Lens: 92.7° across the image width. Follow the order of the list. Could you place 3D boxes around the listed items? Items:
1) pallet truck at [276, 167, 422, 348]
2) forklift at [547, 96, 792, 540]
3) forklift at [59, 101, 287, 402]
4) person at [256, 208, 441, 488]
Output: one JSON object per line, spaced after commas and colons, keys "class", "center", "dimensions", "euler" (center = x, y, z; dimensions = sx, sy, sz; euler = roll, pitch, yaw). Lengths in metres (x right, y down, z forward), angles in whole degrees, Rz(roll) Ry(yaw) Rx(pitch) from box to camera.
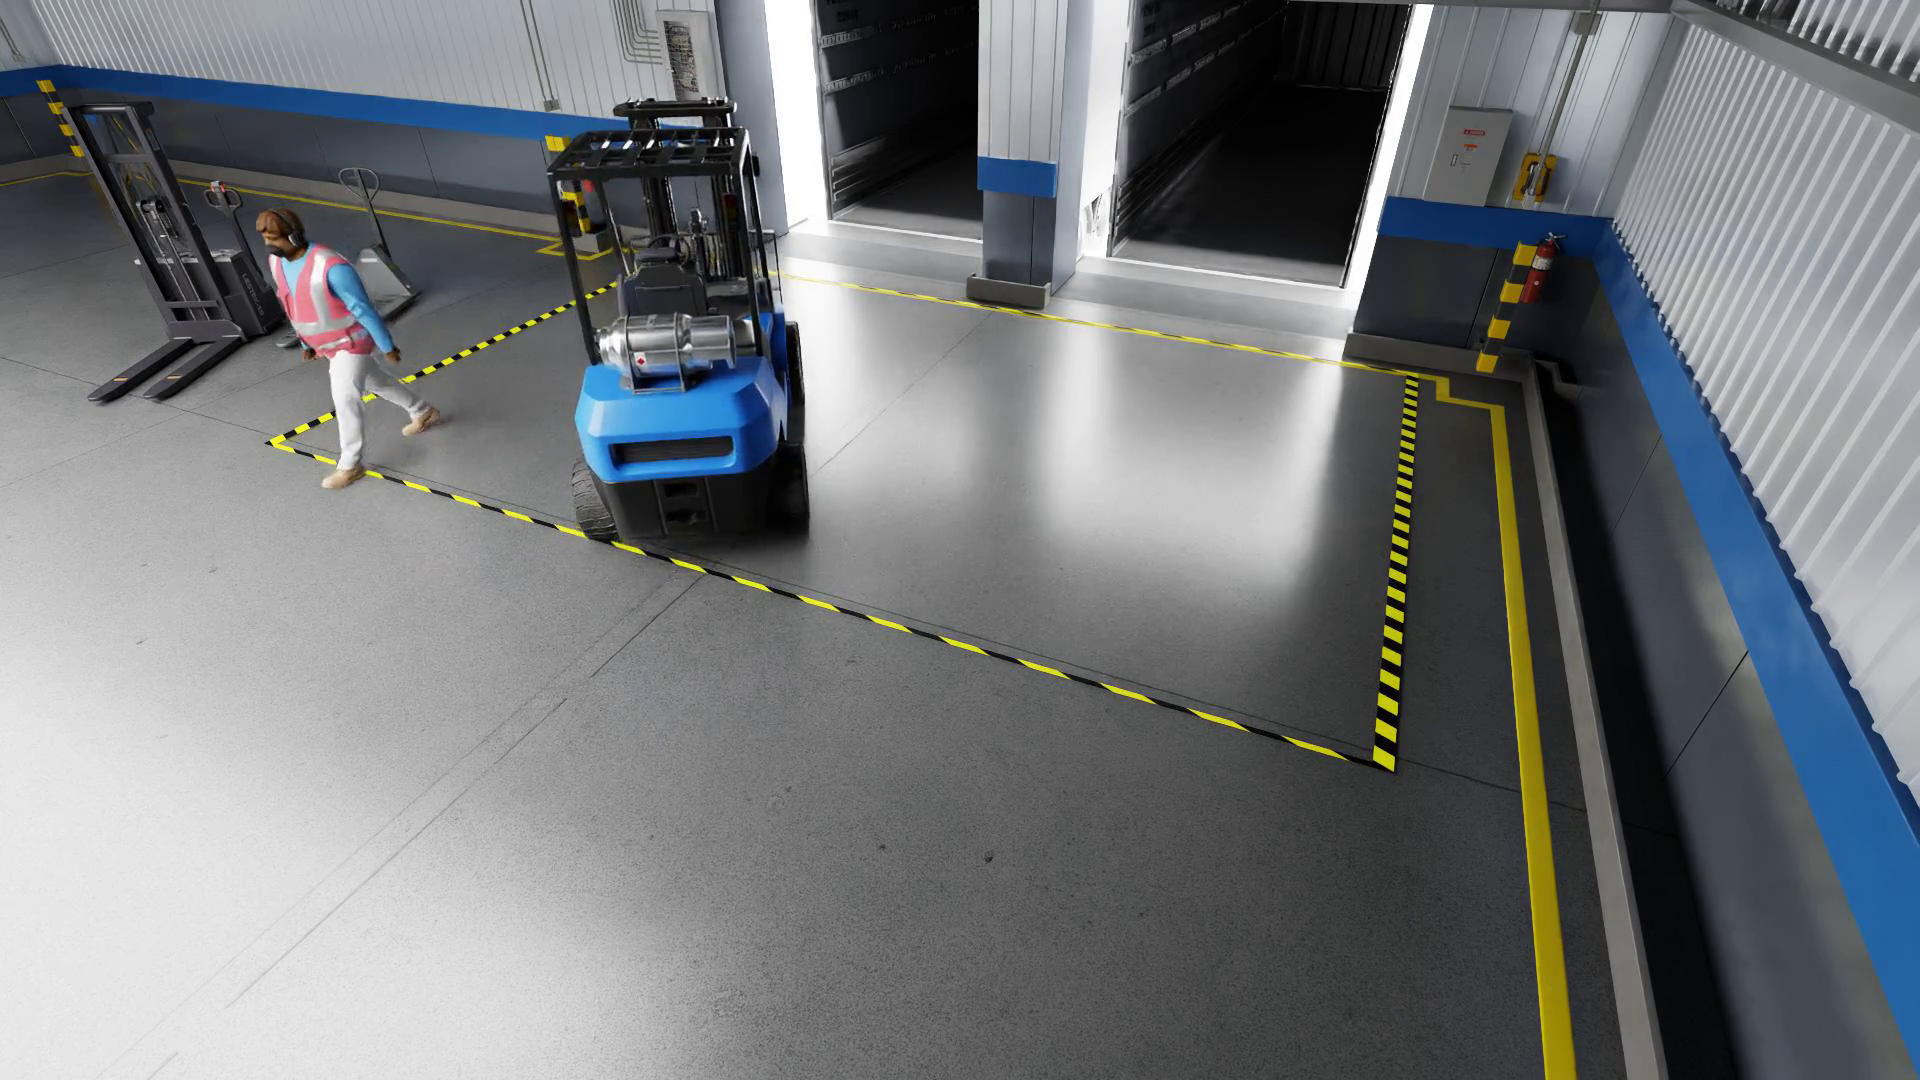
{"class": "pallet truck", "center": [-5.732, -2.611, 8.414], "dimensions": [0.680, 1.201, 1.601], "euler": [-1, 35, -1]}
{"class": "forklift", "center": [-1.773, -1.550, 5.925], "dimensions": [1.157, 2.036, 2.680], "euler": [-5, 35, -7]}
{"class": "forklift", "center": [-6.686, -2.387, 7.434], "dimensions": [0.823, 1.965, 1.885], "euler": [-3, 35, -5]}
{"class": "person", "center": [-4.124, -1.325, 6.115], "dimensions": [0.647, 1.776, 1.052], "euler": [15, 38, 21]}
